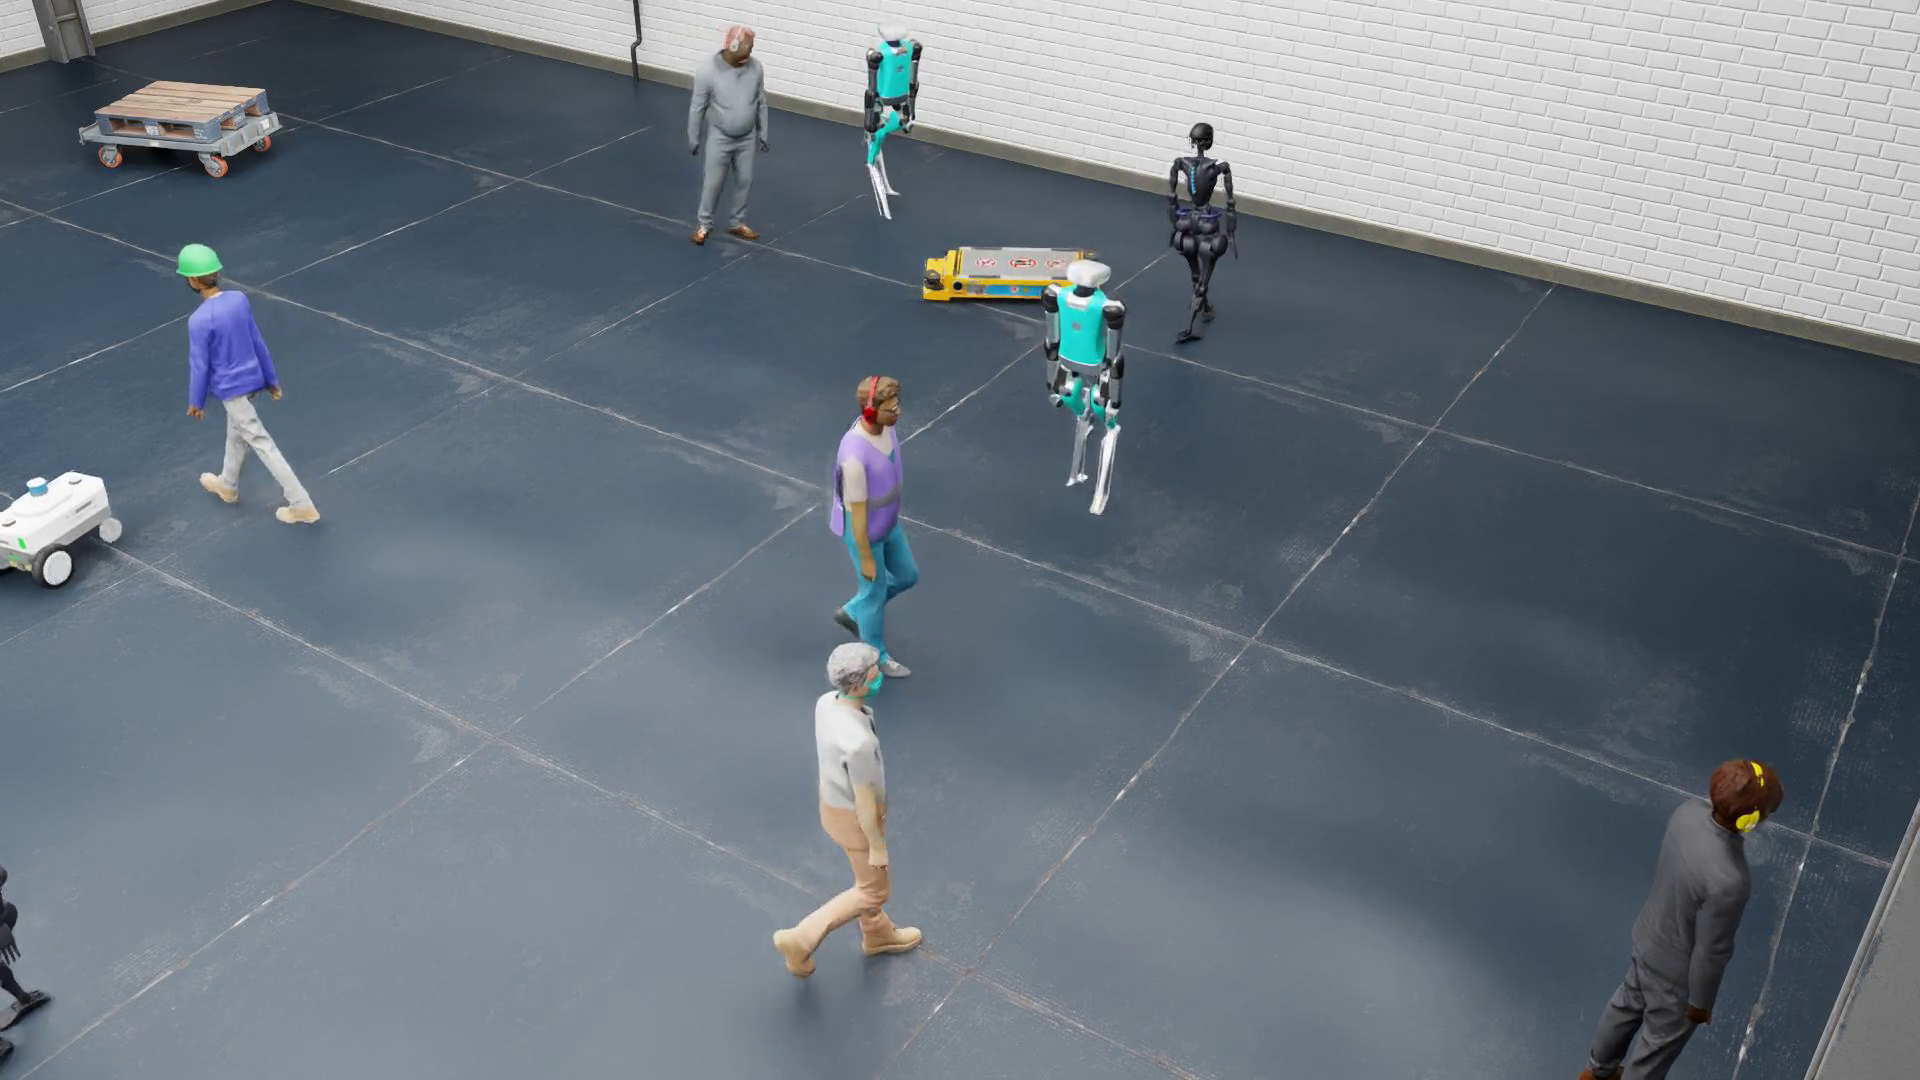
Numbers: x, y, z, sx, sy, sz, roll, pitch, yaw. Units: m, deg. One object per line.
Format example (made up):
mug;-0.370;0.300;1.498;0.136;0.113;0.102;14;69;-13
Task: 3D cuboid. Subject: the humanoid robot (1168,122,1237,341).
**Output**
humanoid robot;1.845;-2.354;12.656;0.614;1.628;0.700;19;37;27

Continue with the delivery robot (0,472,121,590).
delivery robot;-5.550;-0.097;10.135;0.499;0.587;0.788;11;34;17

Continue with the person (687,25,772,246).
person;-1.953;-3.423;14.105;0.725;1.870;0.463;-21;38;-29

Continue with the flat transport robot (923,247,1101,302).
flat transport robot;0.432;-2.168;13.630;1.431;0.231;0.659;1;33;2

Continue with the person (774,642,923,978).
person;-0.491;1.178;7.071;0.612;1.732;0.501;-9;34;-14

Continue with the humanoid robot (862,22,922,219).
humanoid robot;-0.718;-3.757;14.767;0.546;1.786;0.828;-20;38;-28

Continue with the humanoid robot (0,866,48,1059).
humanoid robot;-4.083;1.472;6.673;0.611;1.633;0.587;12;35;18

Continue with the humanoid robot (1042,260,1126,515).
humanoid robot;0.876;-1.002;10.480;0.532;1.801;0.813;18;37;25

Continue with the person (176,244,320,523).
person;-4.515;-0.951;10.318;0.968;1.821;0.504;9;34;14

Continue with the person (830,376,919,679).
person;-0.459;-0.051;8.892;0.443;1.832;0.574;10;34;15

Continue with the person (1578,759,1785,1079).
person;2.738;1.579;6.330;0.346;1.866;0.486;0;33;0
